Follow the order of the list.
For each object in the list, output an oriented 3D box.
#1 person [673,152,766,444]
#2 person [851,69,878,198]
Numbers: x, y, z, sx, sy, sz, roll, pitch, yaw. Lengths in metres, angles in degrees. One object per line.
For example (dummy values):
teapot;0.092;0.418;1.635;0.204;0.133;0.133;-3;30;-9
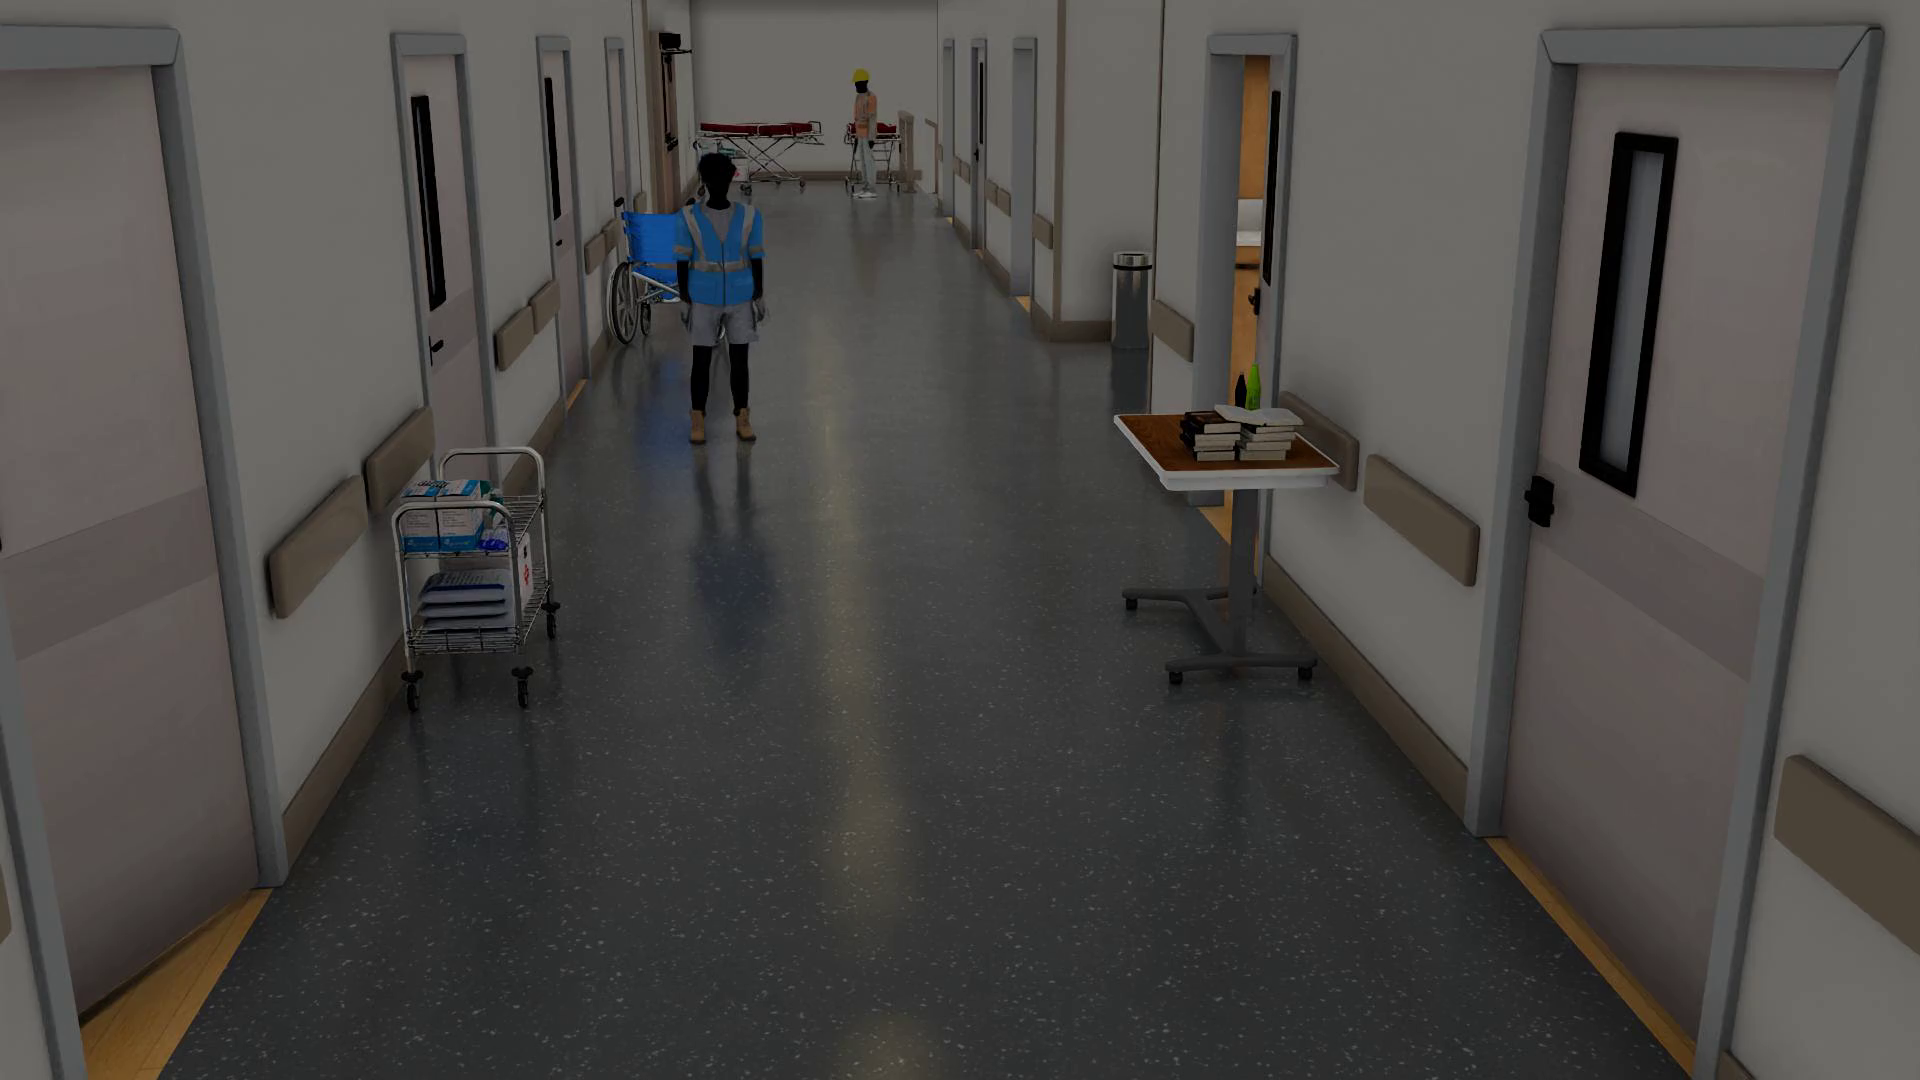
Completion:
person;-1.401;-1.410;9.751;0.540;1.695;0.318;-5;17;-16
person;-1.459;-6.179;25.314;0.398;1.918;0.587;-8;18;-25
